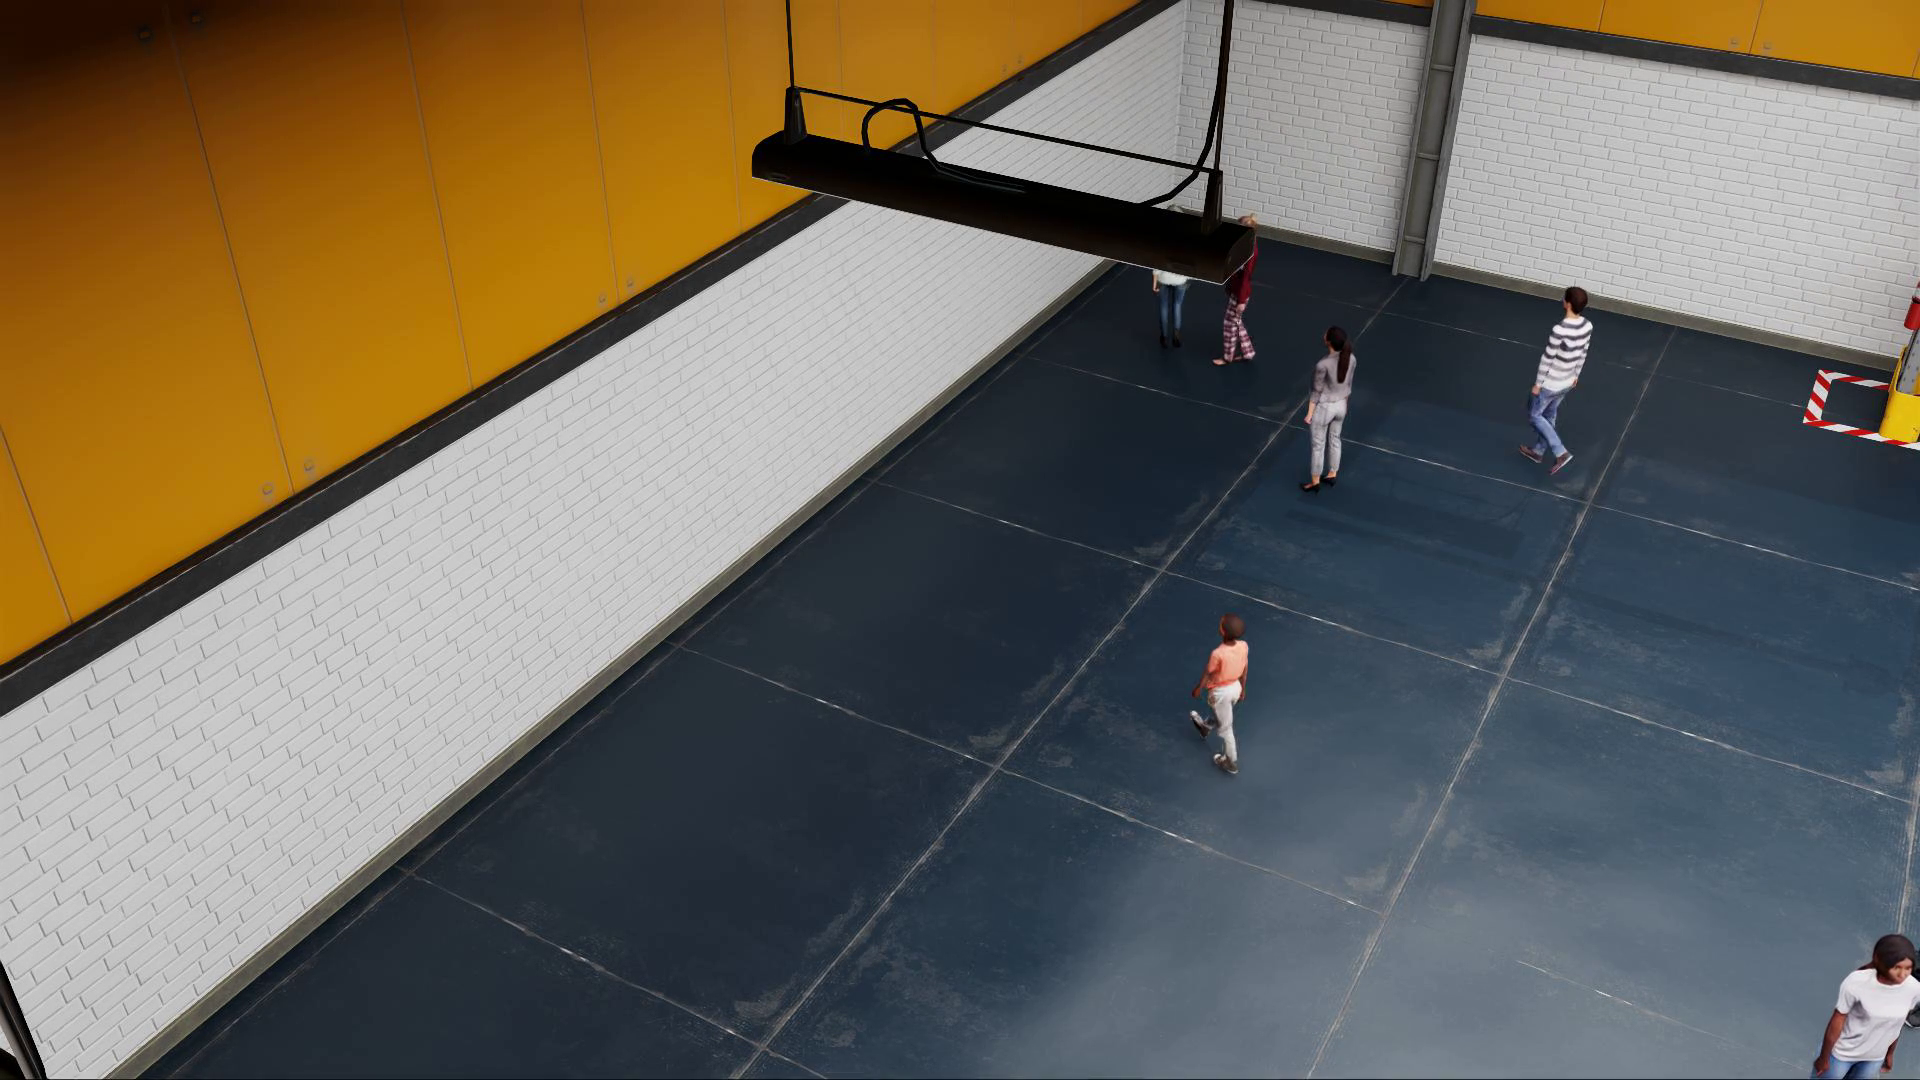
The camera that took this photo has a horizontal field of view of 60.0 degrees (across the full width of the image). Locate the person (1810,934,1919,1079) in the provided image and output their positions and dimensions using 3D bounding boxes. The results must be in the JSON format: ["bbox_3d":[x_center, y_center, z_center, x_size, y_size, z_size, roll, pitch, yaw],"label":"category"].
[{"bbox_3d":[4.944,2.828,9.210,0.630,1.719,0.730,-1,34,-2],"label":"person"}]

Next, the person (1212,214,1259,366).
[{"bbox_3d":[2.946,-2.609,17.407,0.843,1.701,0.791,1,34,2],"label":"person"}]

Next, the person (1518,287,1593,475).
[{"bbox_3d":[5.636,-1.454,15.547,0.921,1.837,1.044,-18,38,-25],"label":"person"}]

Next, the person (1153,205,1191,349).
[{"bbox_3d":[2.270,-2.754,17.682,0.829,1.637,0.848,-1,34,-2],"label":"person"}]

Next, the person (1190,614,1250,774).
[{"bbox_3d":[1.971,1.143,12.141,0.749,1.281,0.932,-19,38,-26],"label":"person"}]

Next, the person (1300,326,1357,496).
[{"bbox_3d":[3.385,-1.188,15.291,0.720,1.677,0.740,-17,37,-24],"label":"person"}]
